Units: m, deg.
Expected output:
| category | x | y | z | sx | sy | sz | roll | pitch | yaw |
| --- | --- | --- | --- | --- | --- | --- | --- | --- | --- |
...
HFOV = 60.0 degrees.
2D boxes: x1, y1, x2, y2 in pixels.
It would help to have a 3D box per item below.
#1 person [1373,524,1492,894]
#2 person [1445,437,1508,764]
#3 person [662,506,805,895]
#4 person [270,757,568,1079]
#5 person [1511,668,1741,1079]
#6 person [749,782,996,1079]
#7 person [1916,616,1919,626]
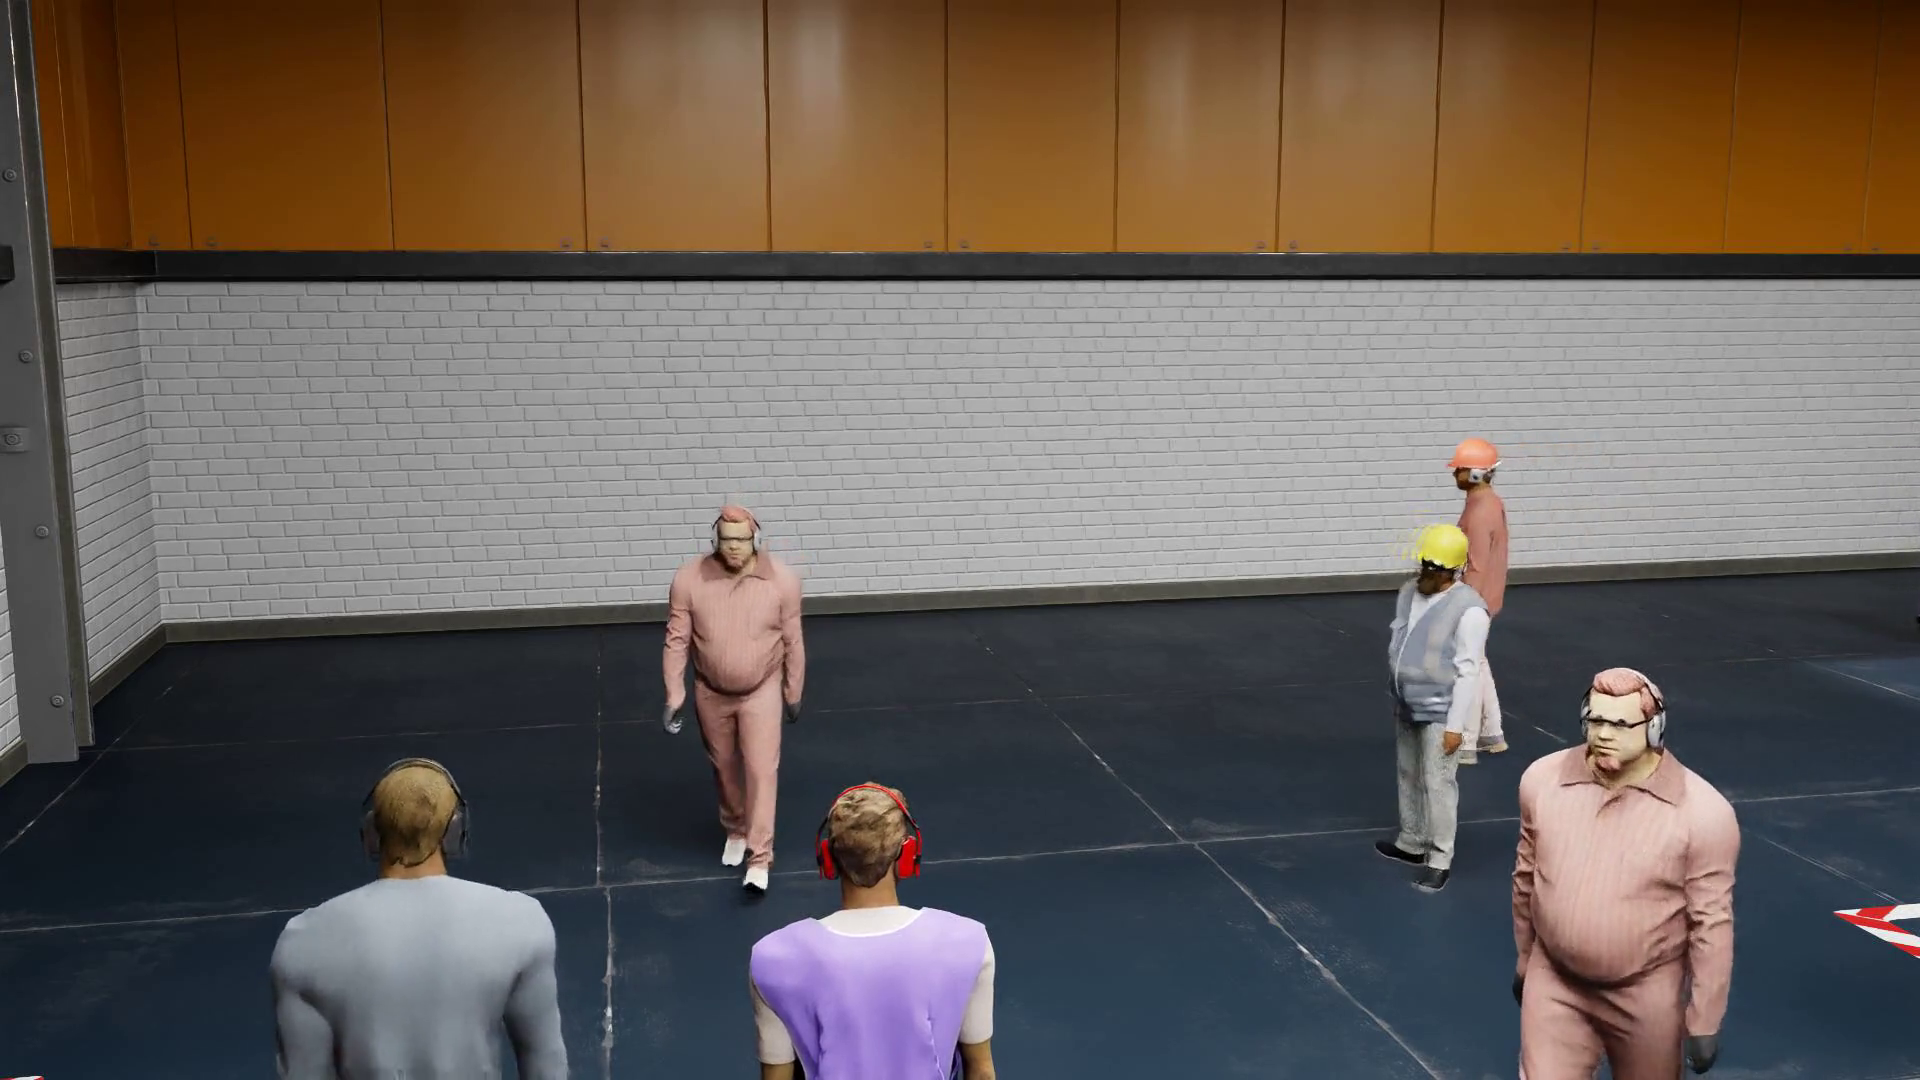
| category | x | y | z | sx | sy | sz | roll | pitch | yaw |
| --- | --- | --- | --- | --- | --- | --- | --- | --- | --- |
| person | 2.251 | 0.795 | 8.106 | 0.405 | 1.806 | 0.721 | -3 | 10 | -19 |
| person | 3.103 | 0.369 | 10.081 | 0.387 | 1.997 | 0.618 | 4 | 10 | 23 |
| person | -1.098 | 0.771 | 8.040 | 0.662 | 1.857 | 1.009 | 0 | 9 | 1 |
| person | -1.250 | 1.437 | 3.937 | 0.637 | 1.876 | 1.041 | -2 | 10 | -12 |
| person | 1.952 | 1.274 | 4.928 | 0.650 | 1.875 | 0.924 | 8 | 12 | 40 |
| person | -0.192 | 1.470 | 3.835 | 0.564 | 1.837 | 0.388 | -1 | 9 | -9 |
| person | 8.052 | -0.044 | 12.964 | 0.862 | 1.877 | 0.649 | 2 | 9 | 10 |
